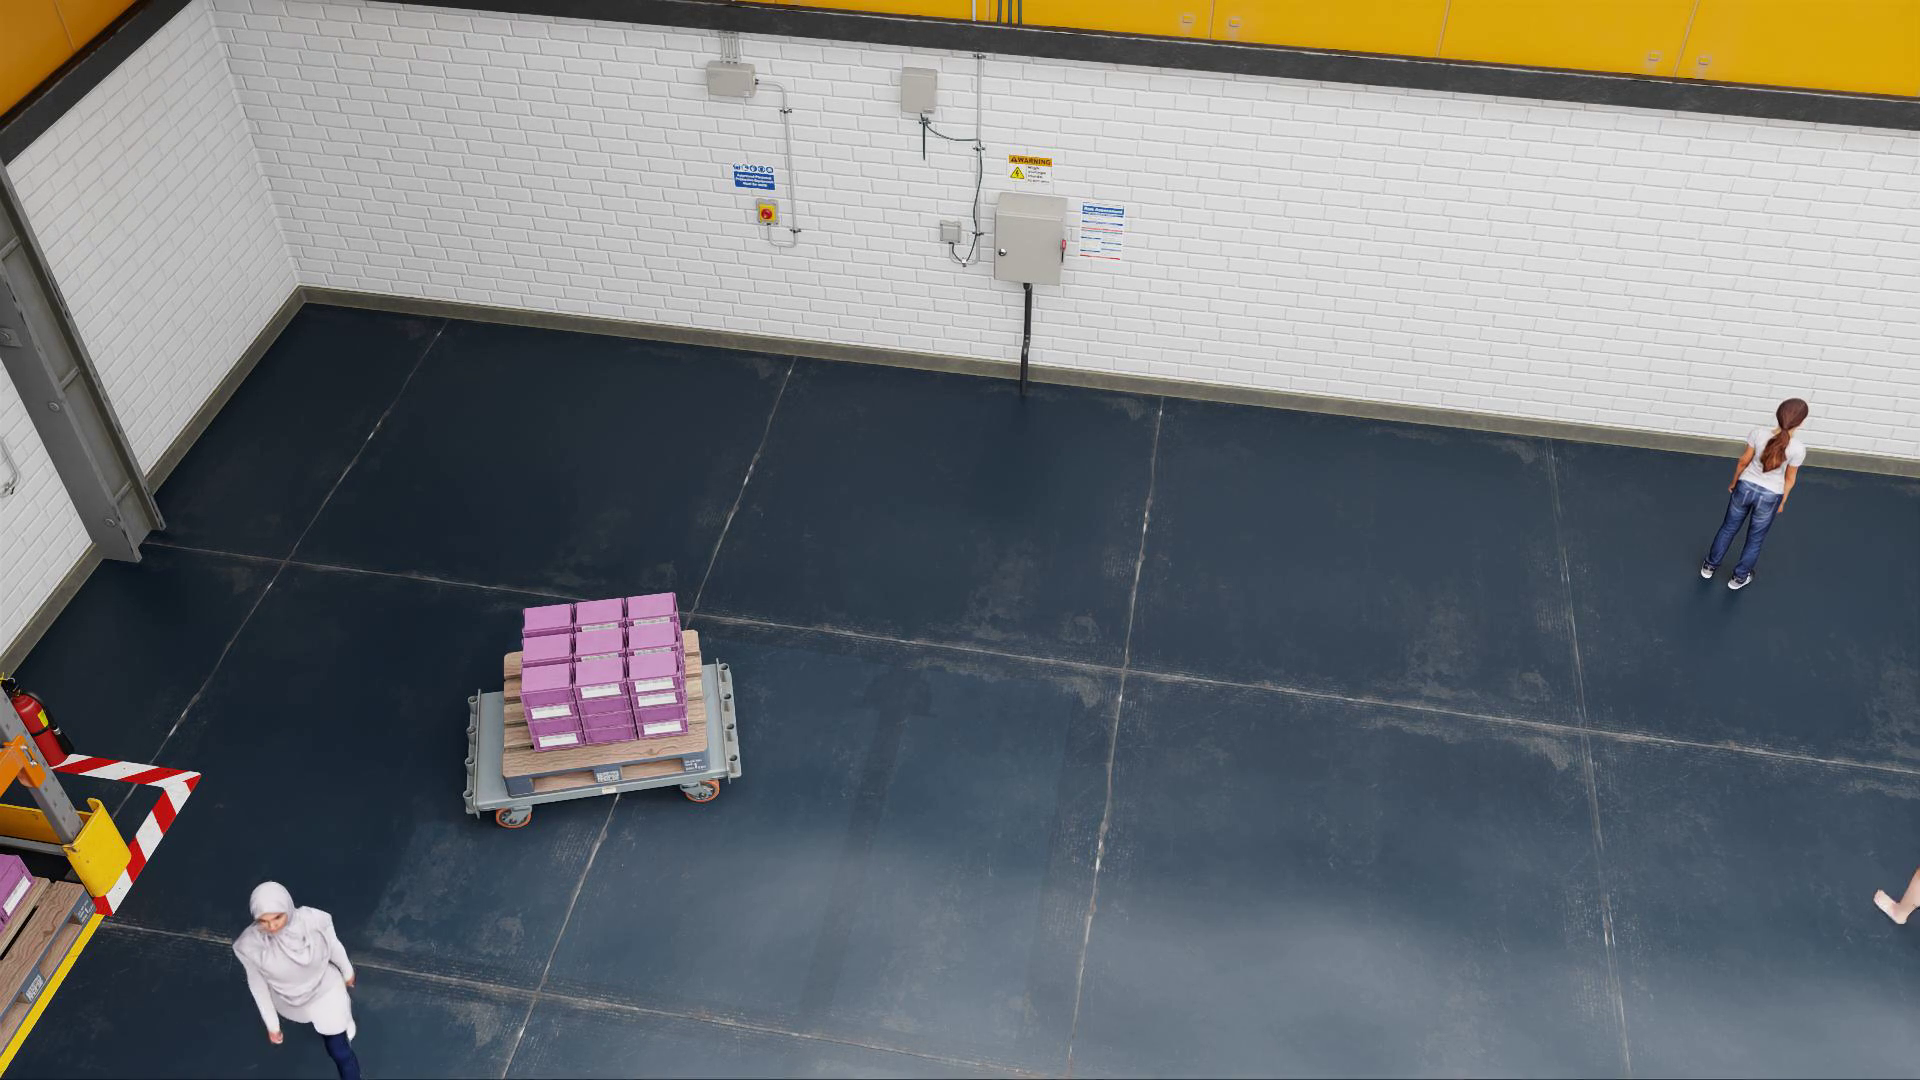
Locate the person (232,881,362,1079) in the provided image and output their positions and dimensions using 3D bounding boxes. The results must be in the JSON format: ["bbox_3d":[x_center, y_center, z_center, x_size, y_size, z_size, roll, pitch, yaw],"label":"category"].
[{"bbox_3d":[-3.305,2.225,8.424,0.948,1.739,1.219,-12,45,-12],"label":"person"}]

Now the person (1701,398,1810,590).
[{"bbox_3d":[5.395,-0.326,11.228,0.627,1.565,0.661,32,52,29],"label":"person"}]
